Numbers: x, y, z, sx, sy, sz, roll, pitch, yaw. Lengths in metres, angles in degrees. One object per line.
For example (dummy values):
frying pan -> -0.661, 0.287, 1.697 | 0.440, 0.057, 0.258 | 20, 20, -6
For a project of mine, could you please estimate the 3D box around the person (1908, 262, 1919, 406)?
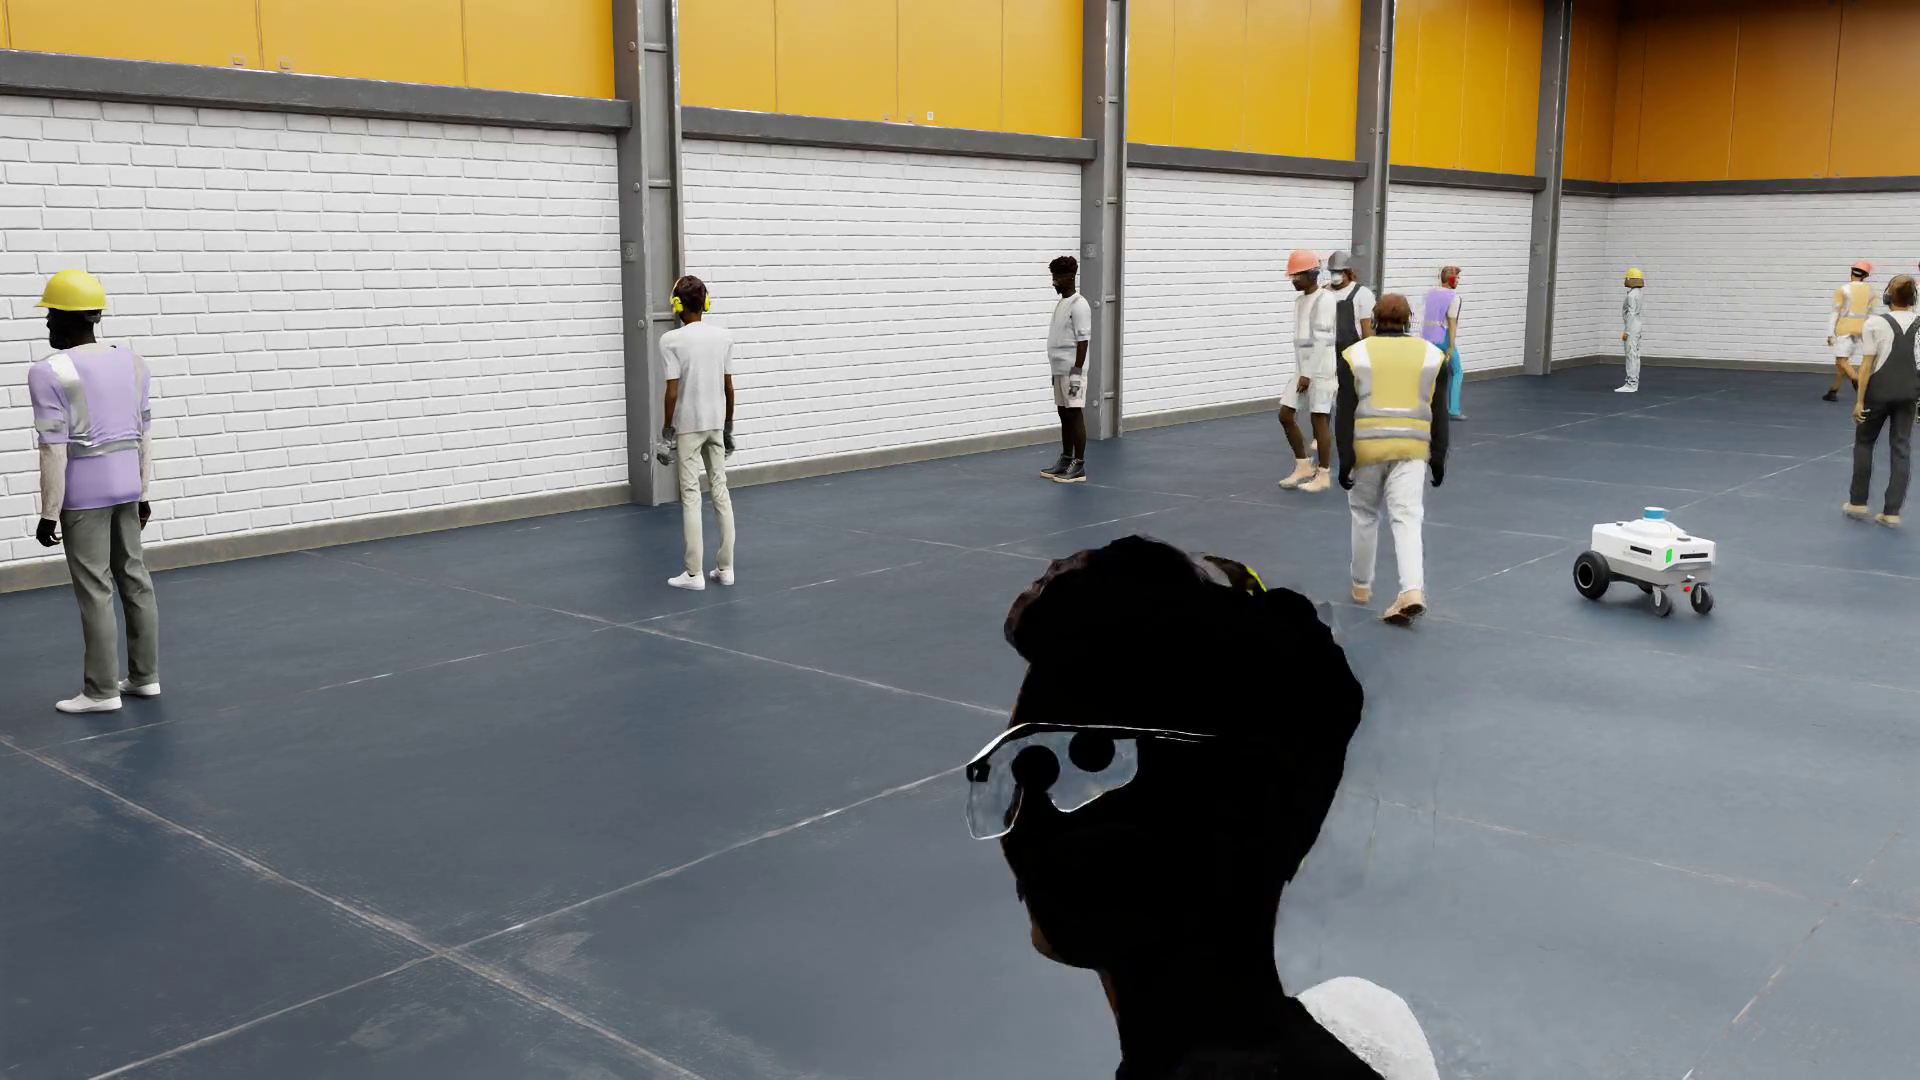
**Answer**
person -> 12.389, -2.668, 21.426 | 0.355, 1.883, 0.575 | 5, 11, 26

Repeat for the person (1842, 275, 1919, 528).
person -> 6.830, -1.031, 12.256 | 0.548, 1.817, 0.773 | 2, 10, 10

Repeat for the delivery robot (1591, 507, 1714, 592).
delivery robot -> 3.912, 0.058, 9.410 | 0.477, 0.478, 0.707 | -3, 10, -16

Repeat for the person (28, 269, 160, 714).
person -> -3.775, -0.204, 7.257 | 0.361, 1.930, 0.588 | 3, 10, 18

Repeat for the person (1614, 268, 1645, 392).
person -> 9.463, -2.958, 23.470 | 0.295, 1.744, 0.485 | 7, 12, 34

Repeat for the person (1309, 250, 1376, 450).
person -> 3.868, -1.942, 16.839 | 0.687, 2.000, 0.845 | 7, 12, 34

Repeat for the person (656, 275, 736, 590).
person -> -1.564, -0.633, 9.895 | 0.517, 1.865, 0.328 | -8, 13, -40

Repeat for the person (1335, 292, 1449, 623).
person -> 2.384, -0.464, 9.167 | 0.633, 1.795, 0.983 | 1, 10, 4

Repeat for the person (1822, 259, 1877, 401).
person -> 11.662, -2.716, 21.704 | 0.576, 1.881, 0.812 | -1, 10, -3

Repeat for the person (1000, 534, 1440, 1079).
person -> 0.093, 0.909, 1.158 | 0.651, 1.839, 0.536 | 7, 12, 36

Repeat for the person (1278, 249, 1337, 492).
person -> 2.878, -1.391, 13.804 | 0.538, 2.007, 0.602 | -4, 11, -19

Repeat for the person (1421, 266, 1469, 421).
person -> 5.683, -2.275, 19.389 | 0.723, 1.813, 0.560 | -5, 11, -27

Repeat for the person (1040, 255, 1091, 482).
person -> 0.933, -1.485, 14.463 | 0.372, 1.960, 0.604 | -3, 10, -15
